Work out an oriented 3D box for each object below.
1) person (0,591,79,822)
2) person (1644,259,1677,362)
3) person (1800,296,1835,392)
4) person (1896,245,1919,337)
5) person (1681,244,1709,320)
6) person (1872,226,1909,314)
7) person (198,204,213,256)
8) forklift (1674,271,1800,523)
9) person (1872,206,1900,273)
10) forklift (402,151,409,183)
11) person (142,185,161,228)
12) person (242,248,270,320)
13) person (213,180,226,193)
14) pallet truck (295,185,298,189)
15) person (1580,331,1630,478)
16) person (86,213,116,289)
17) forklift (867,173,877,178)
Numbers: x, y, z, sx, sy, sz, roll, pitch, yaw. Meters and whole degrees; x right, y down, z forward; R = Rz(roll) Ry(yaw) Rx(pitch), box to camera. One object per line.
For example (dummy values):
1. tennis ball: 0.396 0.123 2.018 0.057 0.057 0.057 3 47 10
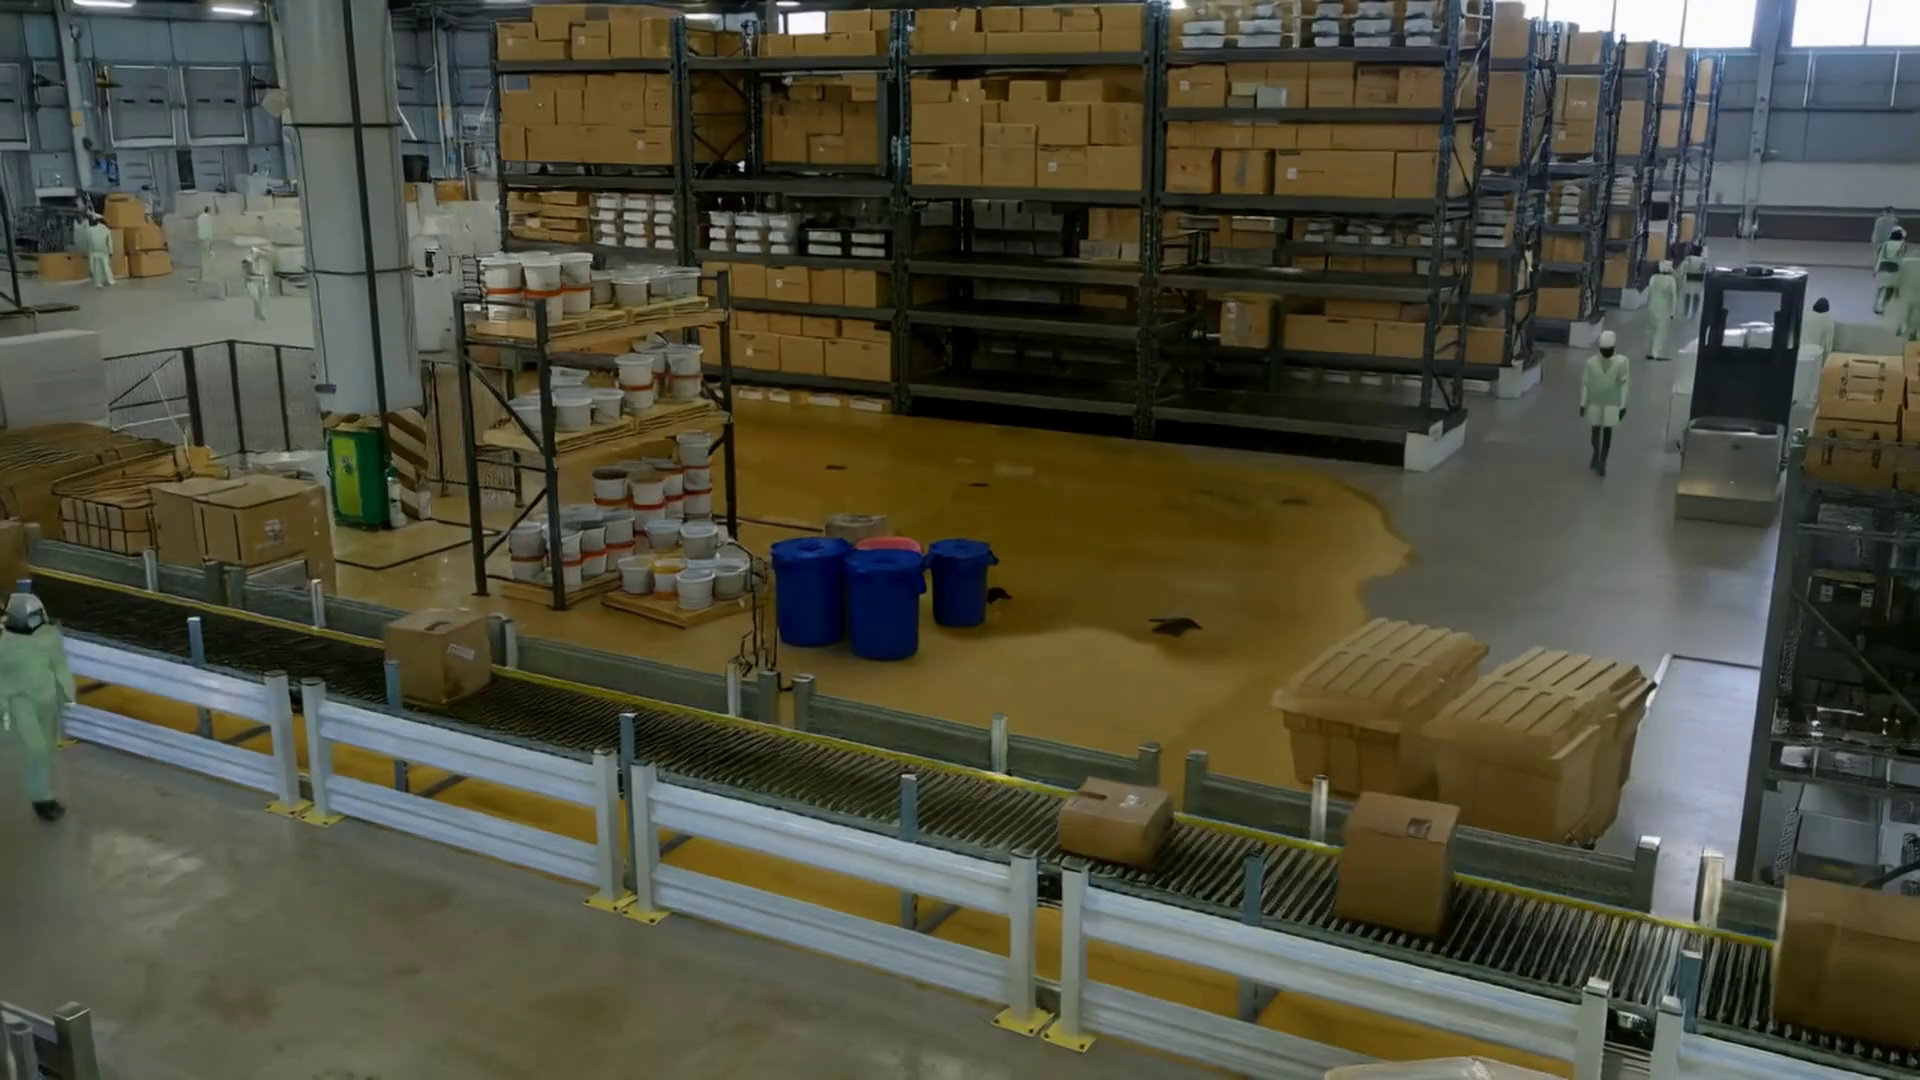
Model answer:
1. person: -6.244 1.127 11.269 0.463 1.617 0.527 8 17 28
2. person: 13.146 -4.294 31.129 0.400 1.901 0.642 -6 16 -20
3. person: 14.241 -3.238 27.683 0.500 1.618 0.429 11 18 35
4. person: 19.677 -5.129 34.285 0.662 1.887 0.465 10 18 33
5. person: 16.420 -5.778 37.148 0.554 1.649 0.854 6 16 22
6. person: 21.187 -6.143 37.869 0.440 2.005 0.668 -12 19 -38
7. person: -21.323 -8.535 47.075 0.492 1.895 0.681 -5 16 -19
8. forklift: 9.269 -1.763 19.726 1.129 2.768 1.873 8 17 27
9. person: 26.124 -8.490 46.975 0.646 1.867 0.976 10 18 33
10. forklift: -21.612 -13.646 64.399 1.873 2.768 1.129 1 15 2
11. person: -30.322 -12.498 62.433 0.605 1.658 0.373 -4 16 -16
12. person: -15.648 -5.700 36.986 0.533 1.588 0.853 -14 20 -43
13. person: -26.696 -12.014 60.100 0.623 1.932 0.370 9 17 29
14. pallet truck: -26.804 -14.617 69.738 1.885 1.965 0.823 -14 20 -42
15. person: 8.392 -1.784 21.720 0.559 1.880 1.036 8 17 26
16. person: -22.189 -7.458 42.962 0.586 1.928 0.369 -8 17 -27
17. forklift: -2.871 -11.646 56.880 1.873 2.768 1.129 -8 17 -27
